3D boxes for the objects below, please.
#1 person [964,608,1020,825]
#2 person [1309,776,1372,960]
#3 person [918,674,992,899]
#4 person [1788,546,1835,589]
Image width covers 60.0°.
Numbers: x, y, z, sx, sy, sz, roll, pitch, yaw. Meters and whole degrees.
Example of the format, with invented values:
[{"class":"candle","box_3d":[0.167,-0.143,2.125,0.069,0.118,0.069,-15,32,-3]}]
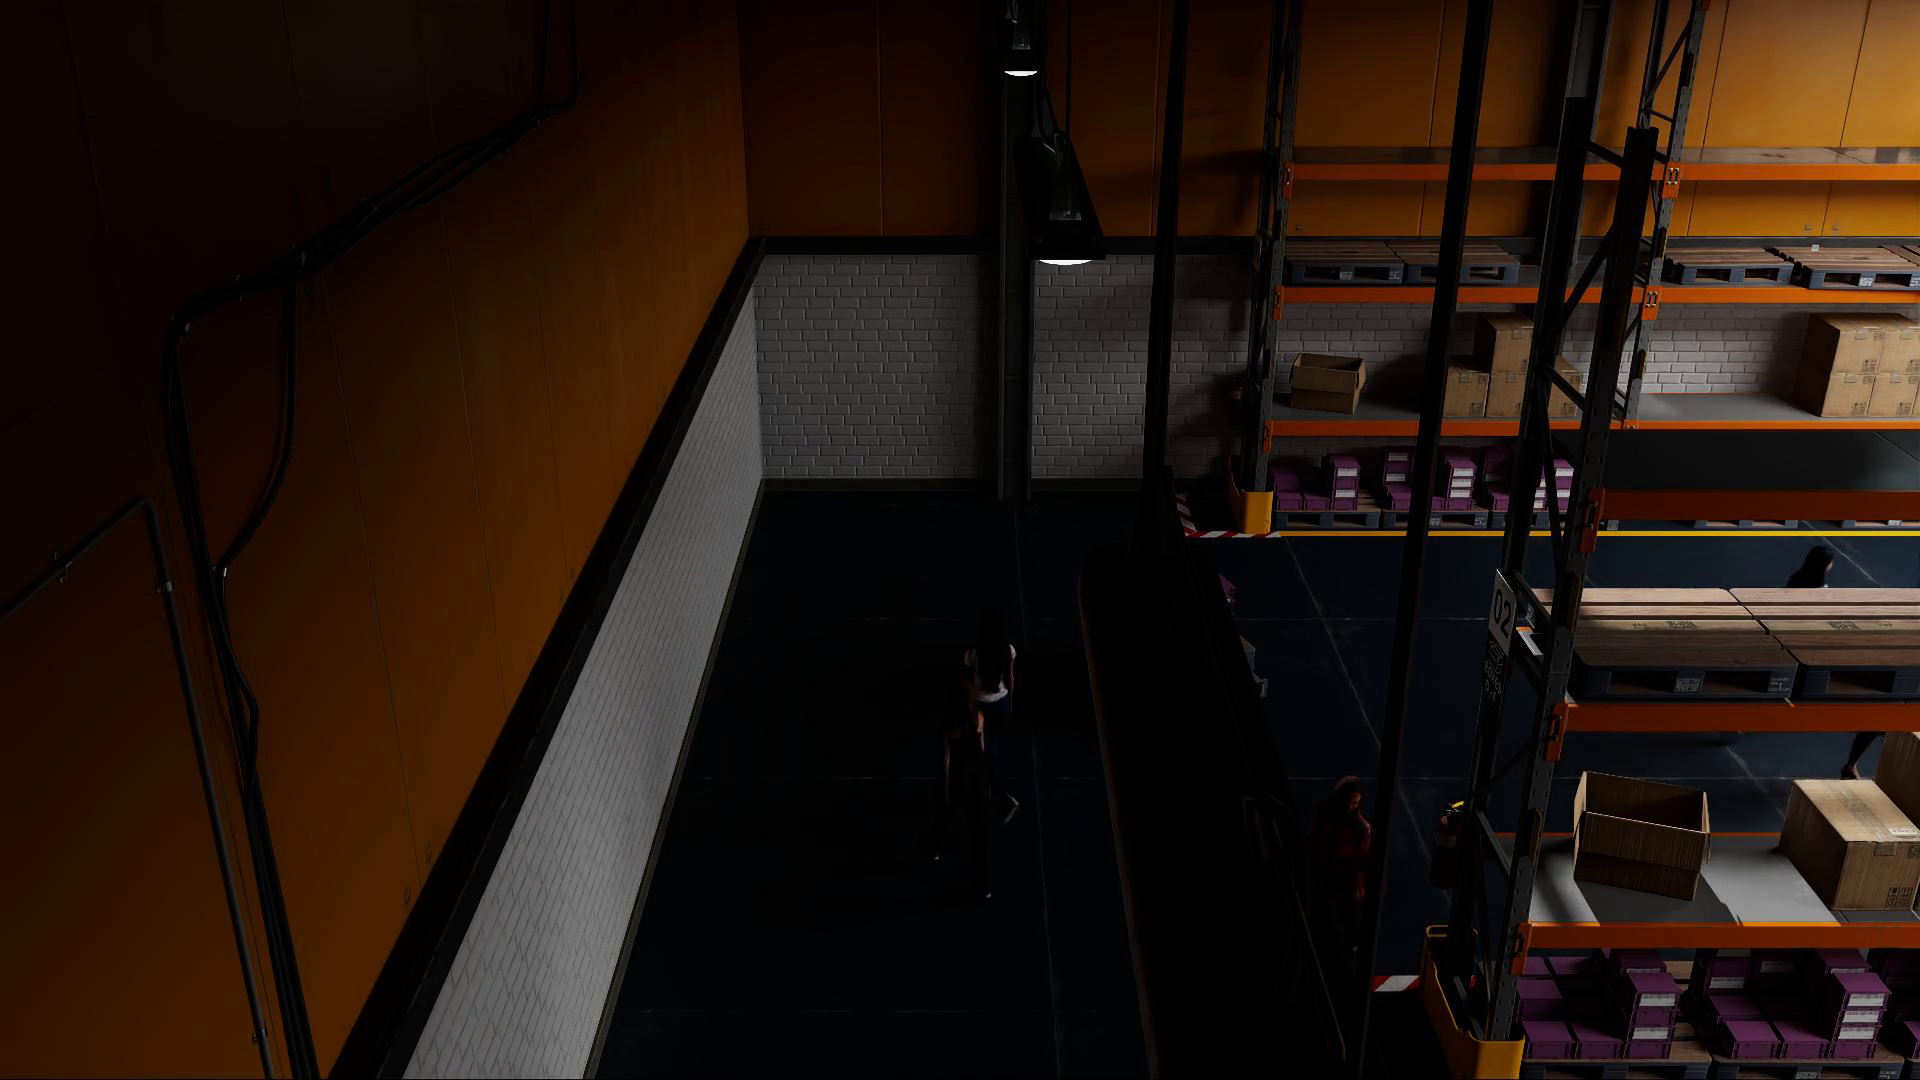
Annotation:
[{"class":"person","box_3d":[0.263,1.392,13.099,1.083,1.754,1.000,-12,26,-26]},{"class":"person","box_3d":[2.584,2.287,11.193,1.153,1.641,1.108,-22,32,-40]},{"class":"person","box_3d":[0.088,1.834,12.158,1.103,1.698,0.996,-12,26,-25]},{"class":"person","box_3d":[7.104,0.909,14.227,1.226,1.736,0.856,-8,25,-17]}]
